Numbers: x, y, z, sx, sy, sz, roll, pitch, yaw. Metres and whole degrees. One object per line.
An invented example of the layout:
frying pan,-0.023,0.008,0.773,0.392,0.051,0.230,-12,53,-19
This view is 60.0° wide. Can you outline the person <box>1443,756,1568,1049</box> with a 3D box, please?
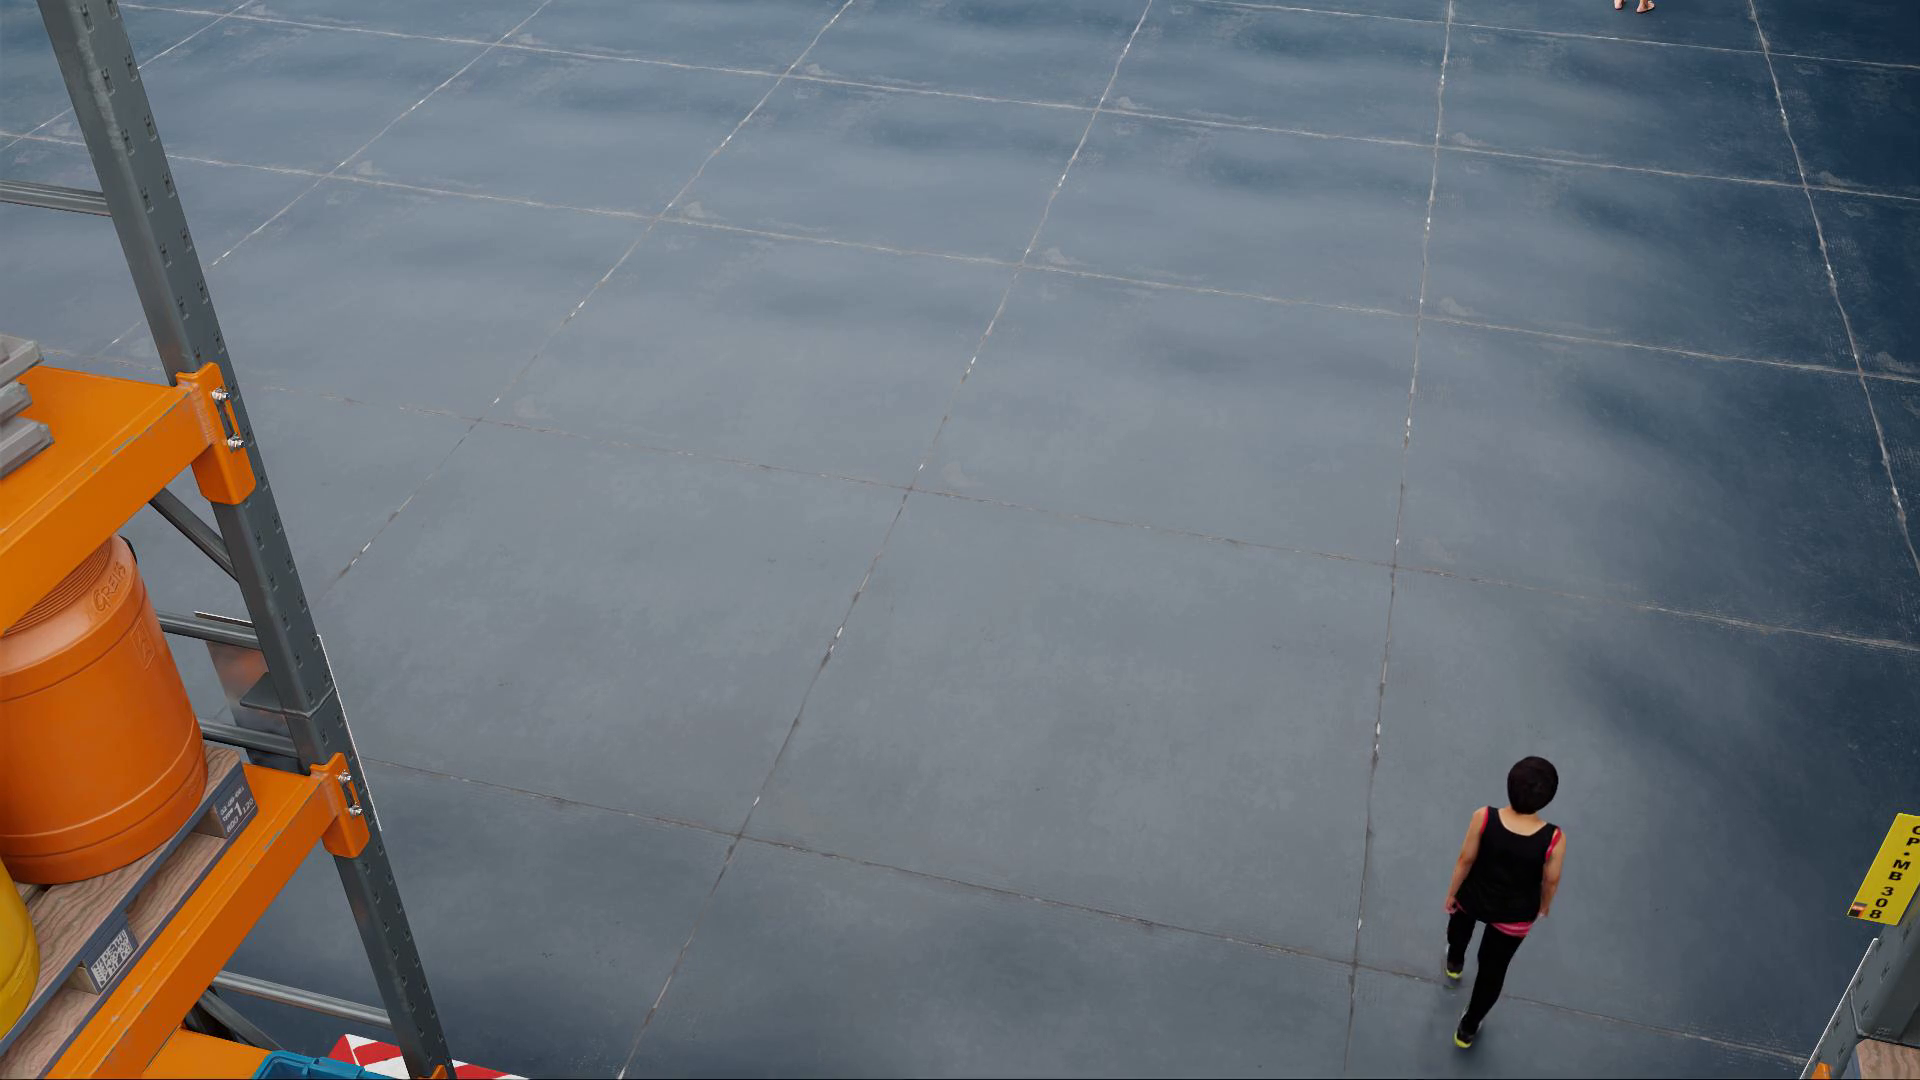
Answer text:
person,2.197,1.533,6.870,0.661,1.532,0.862,17,41,21
